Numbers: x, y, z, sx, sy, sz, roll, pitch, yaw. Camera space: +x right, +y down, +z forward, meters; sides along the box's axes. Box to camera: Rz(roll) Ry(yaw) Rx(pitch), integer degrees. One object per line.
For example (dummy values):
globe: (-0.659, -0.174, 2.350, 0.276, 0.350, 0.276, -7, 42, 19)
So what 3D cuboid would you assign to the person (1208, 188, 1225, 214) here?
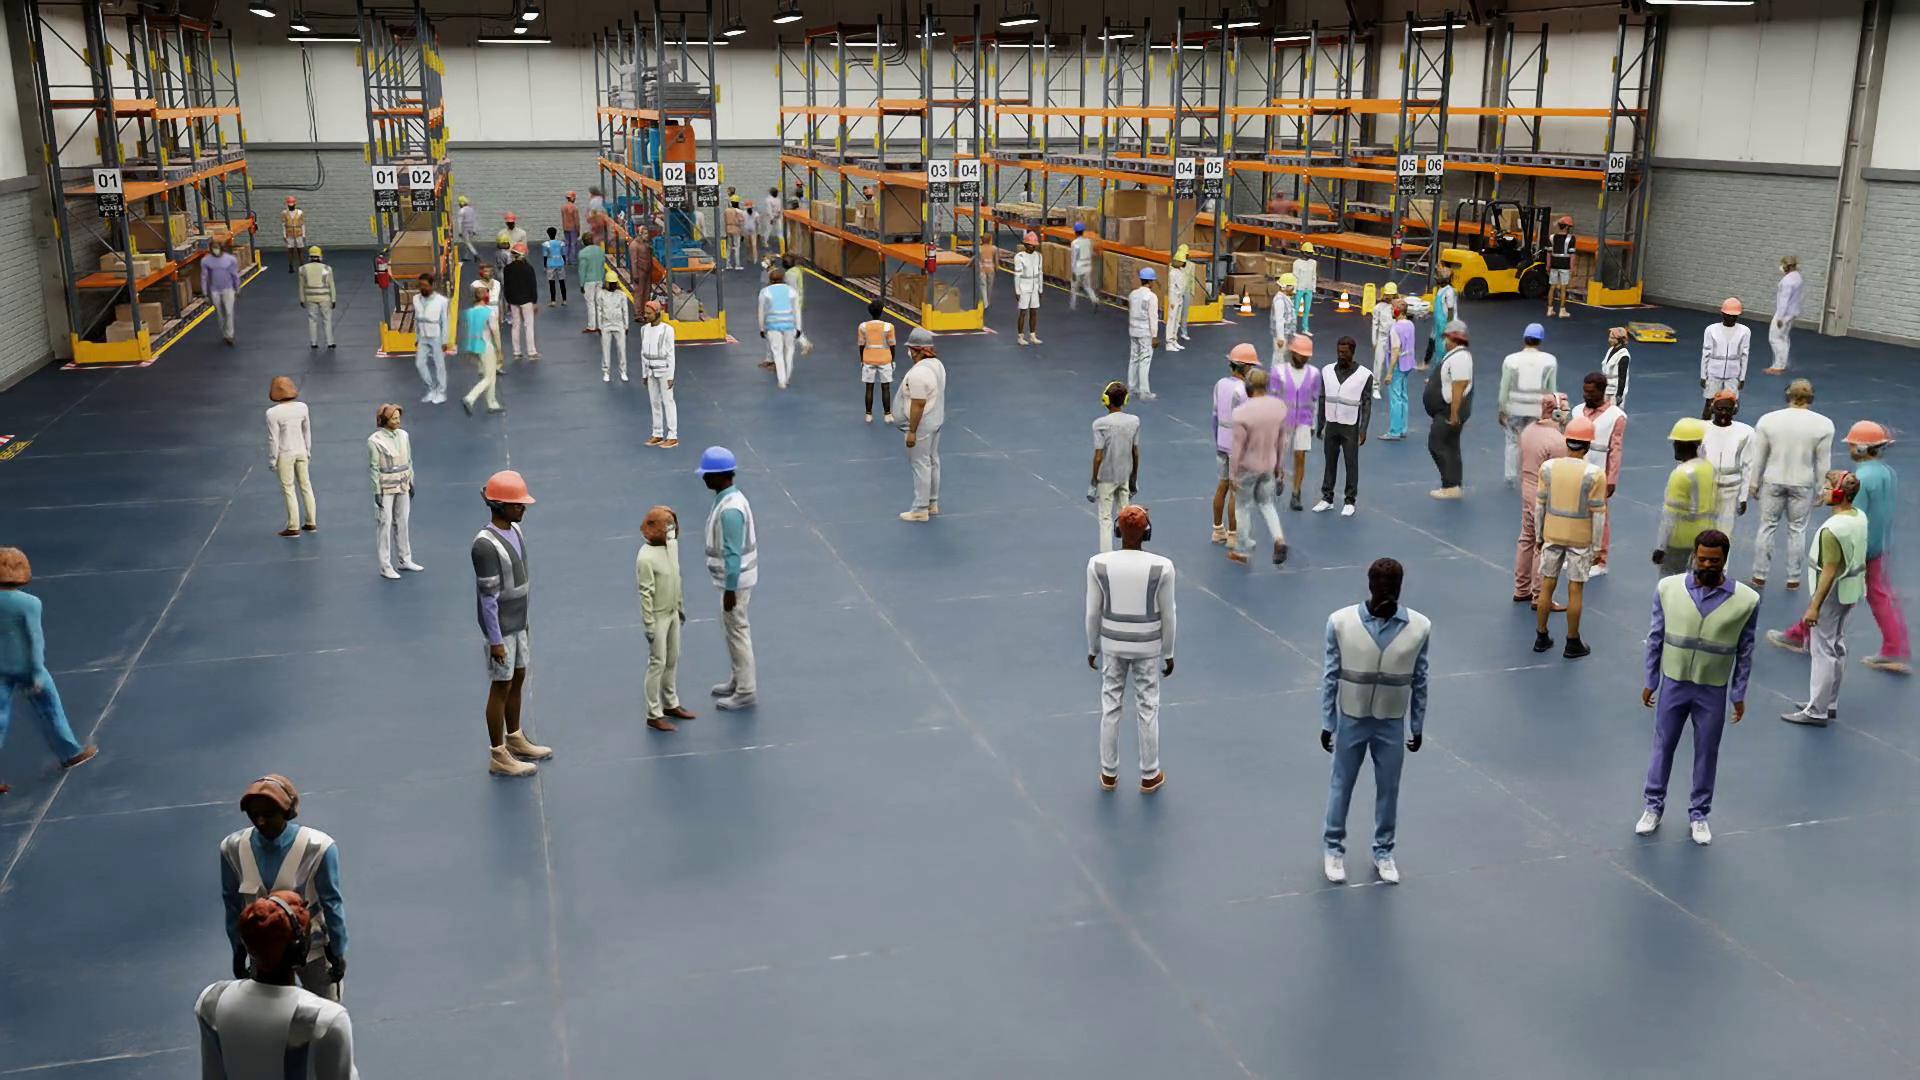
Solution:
person: (7.355, -9.246, 47.962, 0.549, 1.925, 0.630, -8, 17, -27)

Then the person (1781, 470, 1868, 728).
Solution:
person: (6.158, 0.416, 11.743, 0.389, 1.846, 0.565, 14, 20, 42)

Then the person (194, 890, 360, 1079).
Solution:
person: (-2.201, 2.052, 5.516, 0.578, 1.882, 0.346, 4, 16, 16)

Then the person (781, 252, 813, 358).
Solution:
person: (-2.833, -3.976, 28.321, 0.531, 1.831, 0.631, 2, 15, 6)

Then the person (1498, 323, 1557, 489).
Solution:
person: (6.368, -1.471, 18.708, 0.632, 1.920, 0.613, 4, 15, 13)

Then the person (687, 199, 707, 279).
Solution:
person: (-6.569, -7.458, 41.162, 0.621, 1.957, 0.936, -5, 16, -19)

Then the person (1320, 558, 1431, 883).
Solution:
person: (2.334, 1.007, 9.410, 0.605, 1.910, 0.391, 1, 15, 4)

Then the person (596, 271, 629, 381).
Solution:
person: (-5.458, -3.362, 26.180, 0.496, 1.736, 0.326, -3, 15, -12)

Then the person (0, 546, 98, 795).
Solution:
person: (-6.073, 0.821, 10.725, 0.504, 1.587, 0.871, 3, 15, 10)

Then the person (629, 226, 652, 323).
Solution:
person: (-6.313, -5.289, 33.131, 0.401, 1.895, 0.655, 5, 16, 17)

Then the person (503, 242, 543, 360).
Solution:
person: (-7.452, -4.059, 28.305, 0.613, 1.991, 0.392, 5, 16, 19)

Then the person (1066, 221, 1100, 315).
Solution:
person: (2.514, -5.541, 34.017, 0.611, 1.926, 0.814, -9, 17, -30)

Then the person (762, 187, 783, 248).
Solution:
person: (-5.556, -9.590, 49.513, 0.966, 1.794, 0.645, 11, 18, 36)

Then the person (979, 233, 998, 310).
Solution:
person: (0.537, -5.674, 35.141, 0.532, 1.592, 0.856, -2, 15, -7)

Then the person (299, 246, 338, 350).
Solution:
person: (-11.370, -4.282, 29.475, 0.624, 1.825, 0.403, -2, 15, -7)

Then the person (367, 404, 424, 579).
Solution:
person: (-5.269, -0.460, 15.457, 0.313, 1.633, 0.516, 7, 16, 24)

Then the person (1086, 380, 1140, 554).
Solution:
person: (1.402, -0.537, 15.287, 0.538, 1.869, 0.313, -8, 17, -27)

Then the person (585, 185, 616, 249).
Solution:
person: (-10.165, -9.012, 46.849, 0.784, 2.000, 0.696, 3, 15, 13)

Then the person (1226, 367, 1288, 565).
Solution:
person: (2.800, -0.663, 15.649, 0.644, 1.924, 0.669, -7, 17, -26)

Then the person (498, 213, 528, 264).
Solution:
person: (-9.711, -6.133, 36.166, 0.628, 1.968, 0.850, -2, 15, -6)

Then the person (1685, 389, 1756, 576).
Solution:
person: (6.726, -0.417, 14.832, 0.568, 1.878, 0.351, 5, 16, 17)

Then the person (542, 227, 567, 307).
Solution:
person: (-8.665, -5.837, 35.569, 0.531, 1.692, 0.320, -10, 18, -34)

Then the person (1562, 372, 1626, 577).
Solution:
person: (5.930, -0.627, 15.556, 0.387, 1.906, 0.603, -7, 17, -25)

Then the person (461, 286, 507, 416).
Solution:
person: (-6.712, -2.632, 23.266, 0.580, 1.820, 0.745, 13, 19, 40)

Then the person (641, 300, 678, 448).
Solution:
person: (-3.846, -2.116, 21.219, 0.576, 1.879, 0.356, 11, 18, 35)

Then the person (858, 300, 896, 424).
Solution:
person: (-1.127, -2.434, 22.750, 0.535, 1.700, 0.318, 2, 15, 8)

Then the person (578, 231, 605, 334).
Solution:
person: (-6.955, -4.865, 31.459, 0.373, 1.933, 0.626, 10, 18, 33)

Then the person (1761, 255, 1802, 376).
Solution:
person: (13.231, -3.609, 26.743, 0.414, 1.933, 0.631, 12, 19, 37)

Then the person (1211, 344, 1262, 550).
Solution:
person: (2.737, -0.922, 16.412, 0.392, 2.036, 0.615, -6, 16, -23)

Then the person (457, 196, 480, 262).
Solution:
person: (-13.348, -8.422, 45.107, 0.814, 1.801, 0.586, 8, 17, 29)

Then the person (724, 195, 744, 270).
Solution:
person: (-5.861, -7.994, 43.271, 0.588, 1.915, 0.420, 8, 17, 27)

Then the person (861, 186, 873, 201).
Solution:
person: (-2.741, -9.537, 49.189, 0.498, 1.860, 0.338, 11, 18, 36)

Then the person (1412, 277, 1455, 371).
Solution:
person: (7.890, -3.536, 27.003, 0.881, 1.645, 0.533, 8, 17, 27)

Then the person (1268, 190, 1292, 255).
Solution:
person: (8.902, -8.809, 46.376, 0.655, 1.885, 0.603, 1, 15, 3)

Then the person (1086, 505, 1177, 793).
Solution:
person: (1.091, 0.698, 10.614, 0.572, 1.882, 0.353, 4, 15, 14)

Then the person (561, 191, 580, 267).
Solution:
person: (-10.285, -8.235, 44.055, 0.598, 1.980, 0.428, 10, 18, 32)

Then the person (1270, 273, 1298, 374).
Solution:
person: (4.851, -3.092, 24.978, 0.403, 1.828, 0.598, 4, 15, 15)

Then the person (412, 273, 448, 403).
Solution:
person: (-7.719, -2.924, 24.196, 0.628, 1.900, 0.554, 5, 16, 17)

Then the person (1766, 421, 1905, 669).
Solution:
person: (7.031, 0.024, 13.048, 0.646, 1.938, 1.048, -12, 19, -37)

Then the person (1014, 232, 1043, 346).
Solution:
person: (1.256, -4.511, 29.936, 0.607, 2.034, 0.408, -10, 18, -34)
